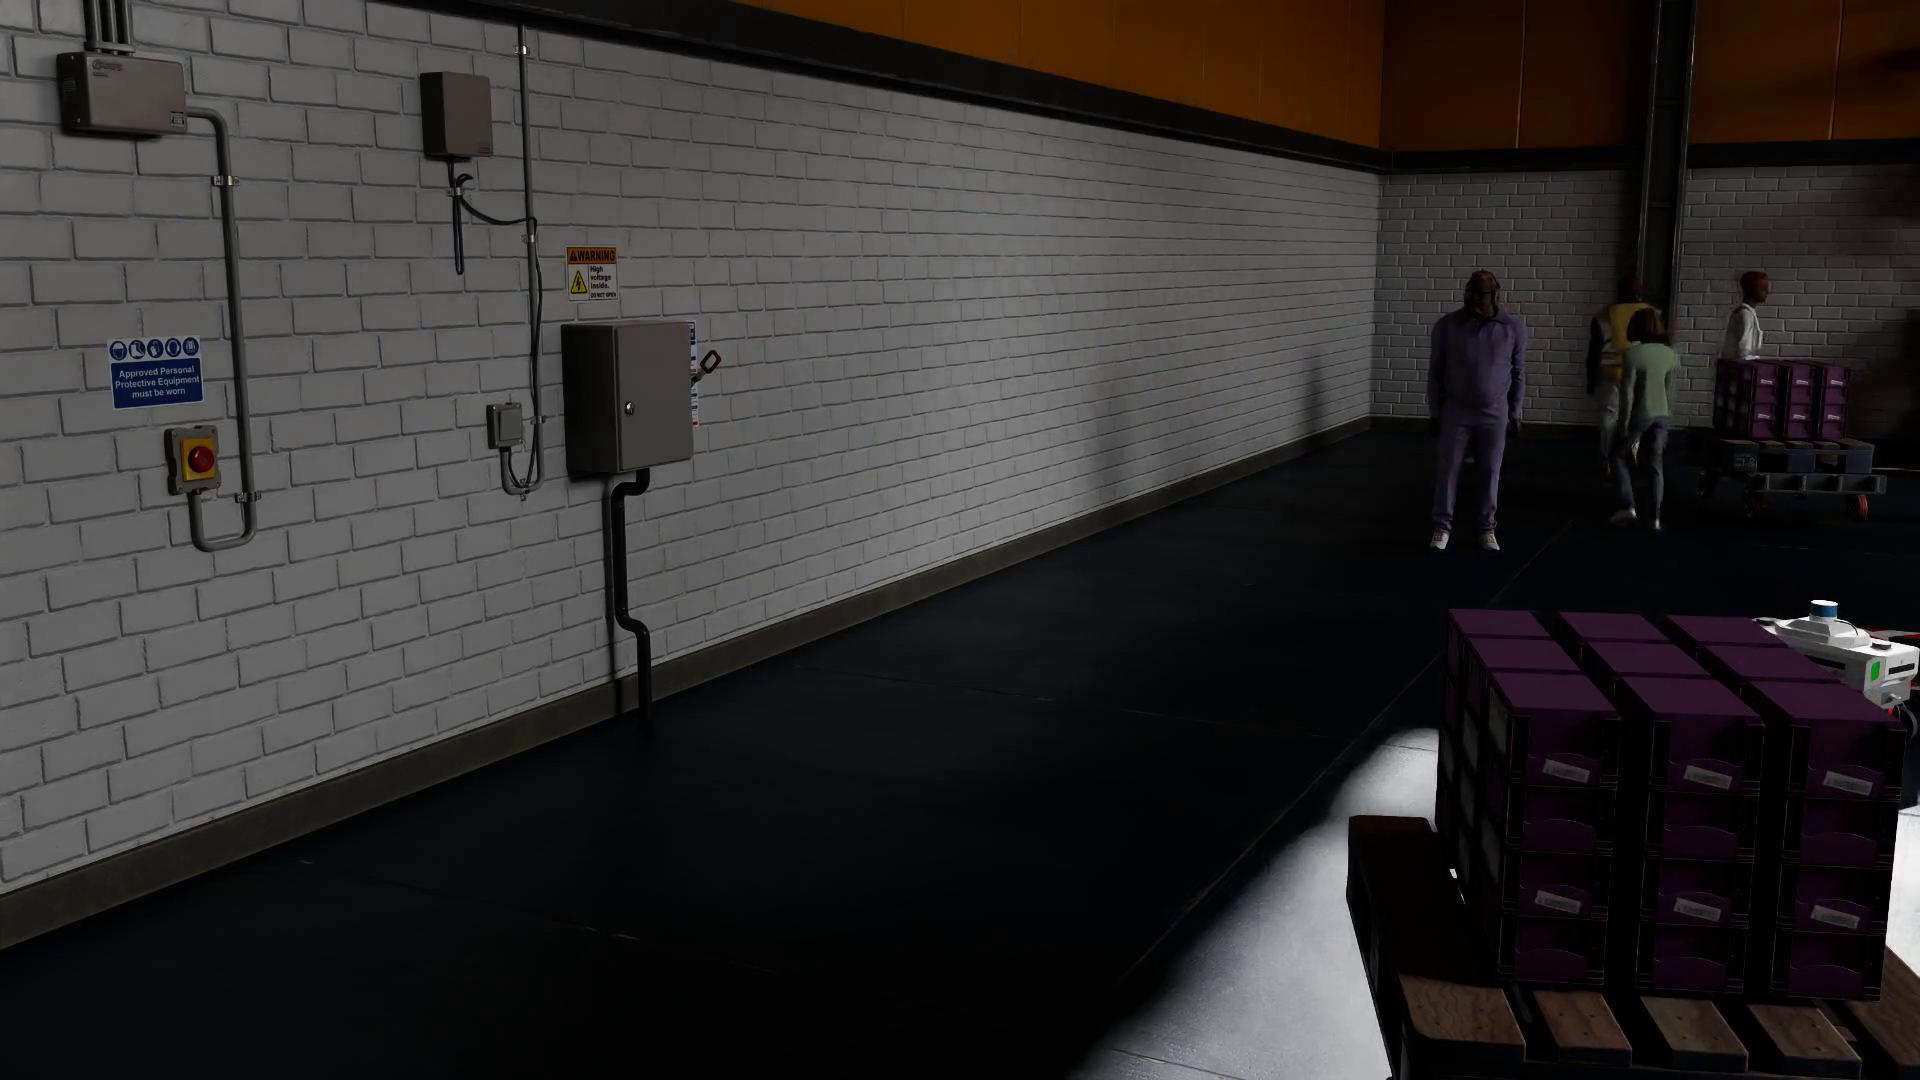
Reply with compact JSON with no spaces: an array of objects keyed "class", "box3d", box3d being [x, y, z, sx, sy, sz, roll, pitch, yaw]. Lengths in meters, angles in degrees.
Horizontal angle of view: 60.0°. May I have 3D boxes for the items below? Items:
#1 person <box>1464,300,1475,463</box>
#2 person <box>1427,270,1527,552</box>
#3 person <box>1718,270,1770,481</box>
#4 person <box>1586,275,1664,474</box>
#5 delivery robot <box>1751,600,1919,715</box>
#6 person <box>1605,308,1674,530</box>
[{"class":"person","box3d":[4.865,-1.549,16.021,0.558,1.615,0.531,7,12,35]},{"class":"person","box3d":[3.499,-0.866,11.290,0.643,1.905,0.399,2,10,11]},{"class":"person","box3d":[6.930,-1.445,14.732,0.415,1.865,0.588,5,11,26]},{"class":"person","box3d":[6.004,-1.482,15.068,0.645,1.821,0.554,4,10,20]},{"class":"delivery robot","box3d":[3.627,0.499,7.015,0.477,0.478,0.707,-6,11,-30]},{"class":"person","box3d":[5.010,-0.883,12.222,0.516,1.619,0.461,-3,10,-19]}]
